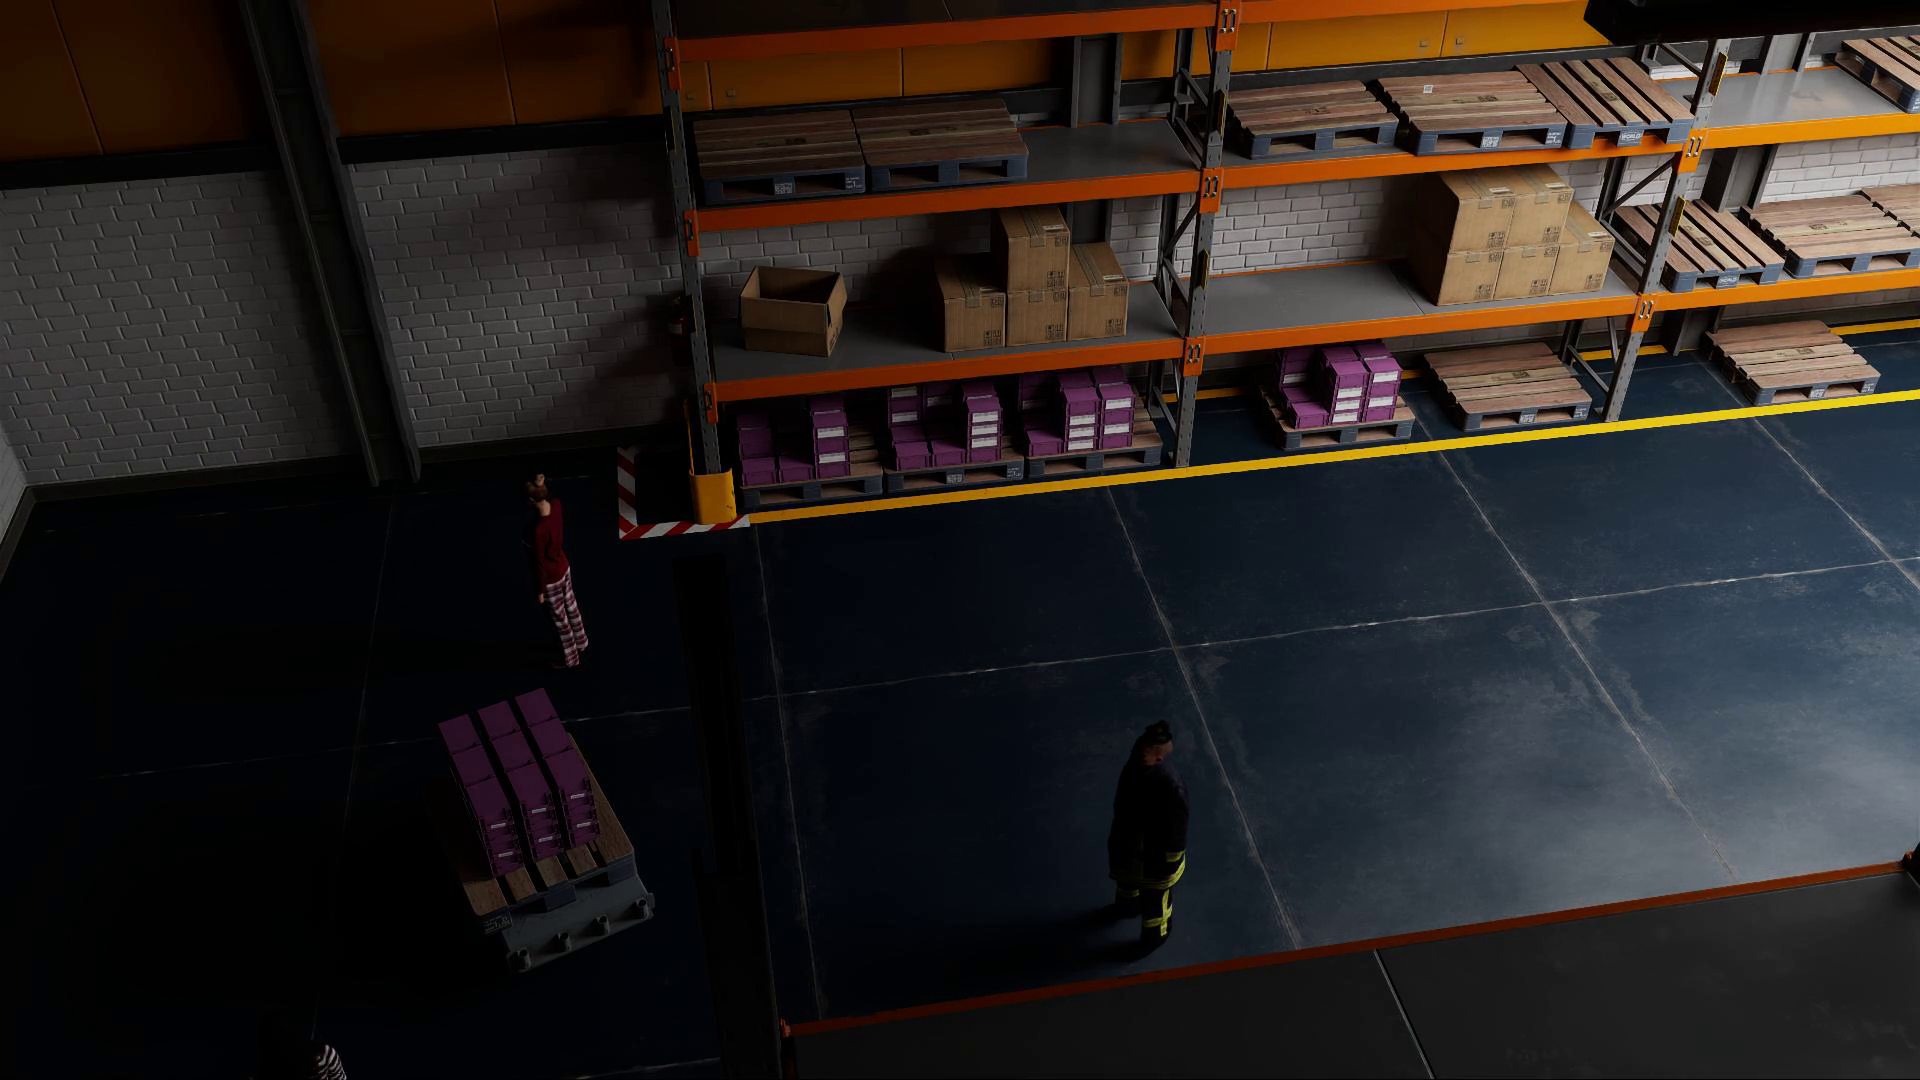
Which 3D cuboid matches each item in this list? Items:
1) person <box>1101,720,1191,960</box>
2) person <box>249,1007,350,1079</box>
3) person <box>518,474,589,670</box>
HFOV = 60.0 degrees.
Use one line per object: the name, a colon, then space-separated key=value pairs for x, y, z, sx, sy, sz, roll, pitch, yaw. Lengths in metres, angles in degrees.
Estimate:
person: x=1.130 y=1.754 z=9.939 sx=0.788 sy=1.866 sz=0.829 roll=-16 pitch=41 yaw=-19
person: x=-3.228 y=3.043 z=8.390 sx=0.620 sy=1.786 sz=0.727 roll=-20 pitch=43 yaw=-23
person: x=-2.949 y=0.215 z=11.992 sx=0.607 sy=1.709 sz=0.673 roll=5 pitch=39 yaw=6
